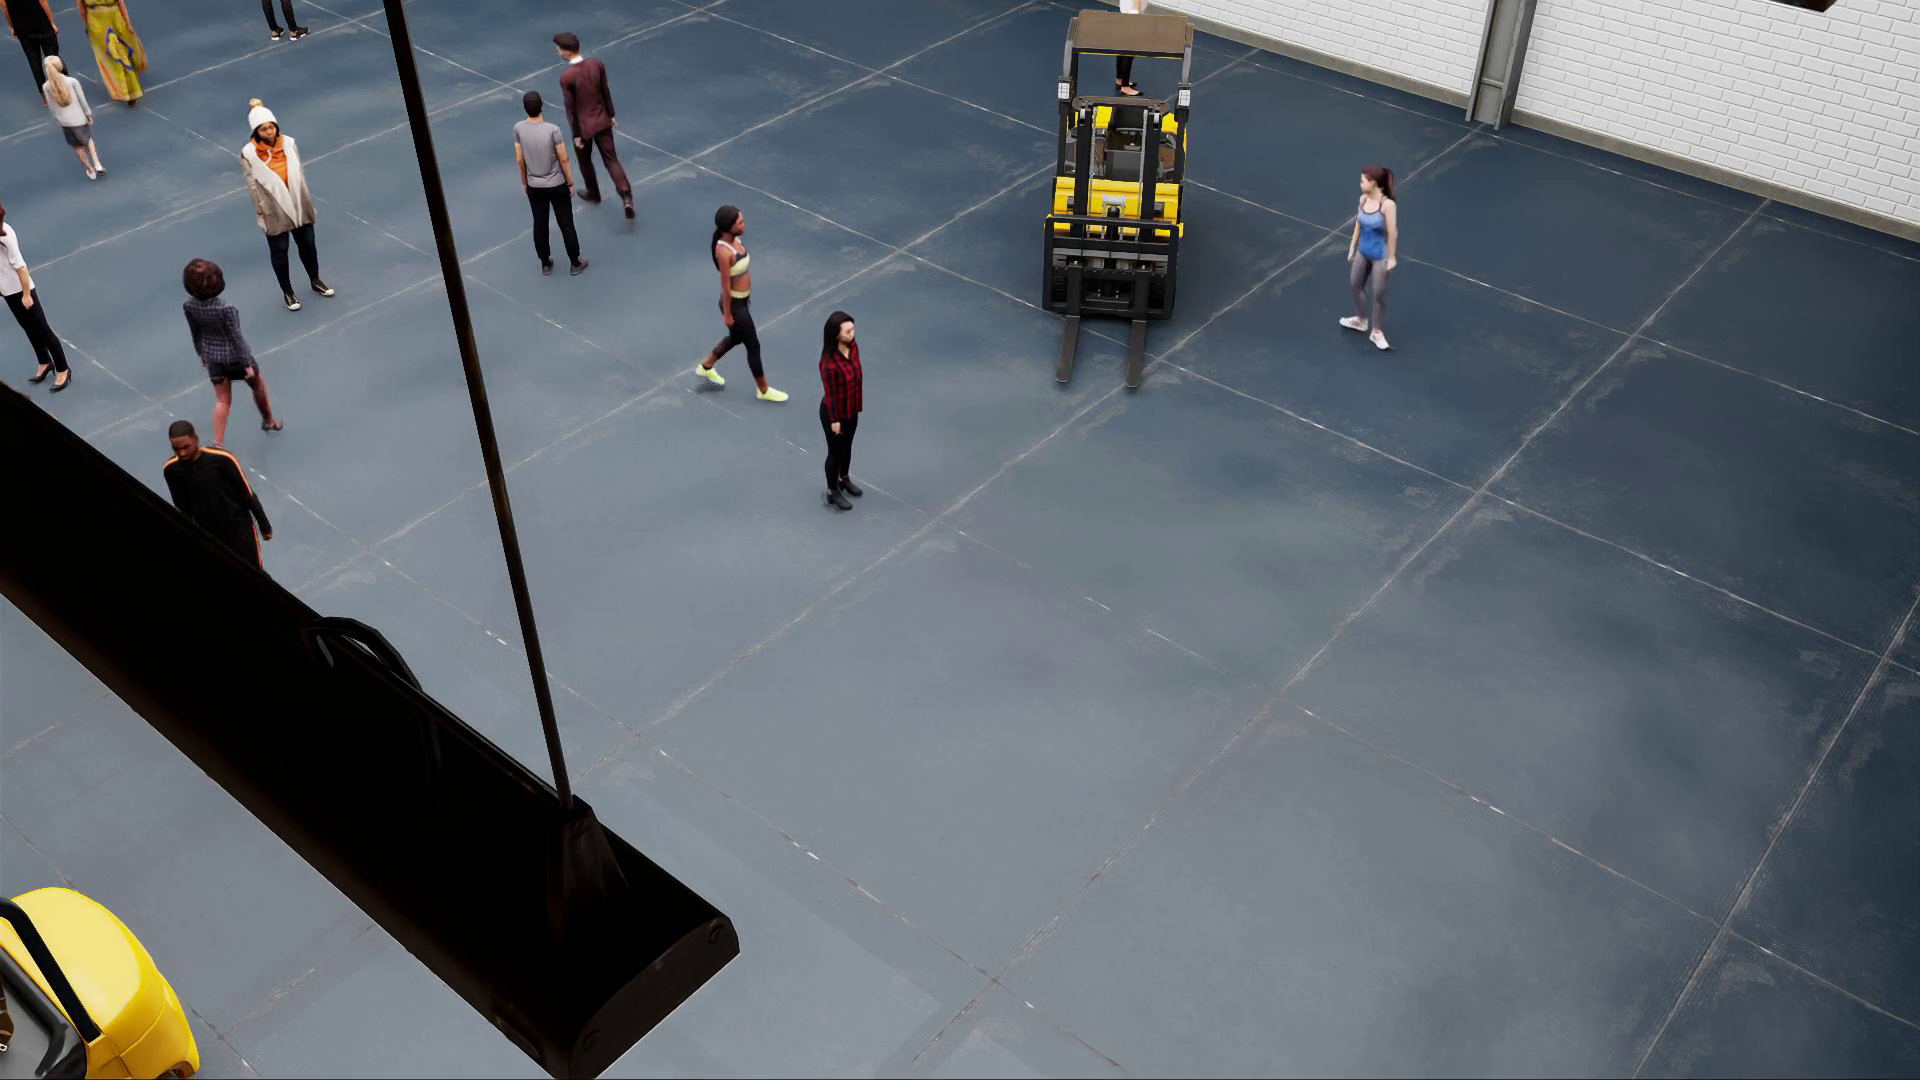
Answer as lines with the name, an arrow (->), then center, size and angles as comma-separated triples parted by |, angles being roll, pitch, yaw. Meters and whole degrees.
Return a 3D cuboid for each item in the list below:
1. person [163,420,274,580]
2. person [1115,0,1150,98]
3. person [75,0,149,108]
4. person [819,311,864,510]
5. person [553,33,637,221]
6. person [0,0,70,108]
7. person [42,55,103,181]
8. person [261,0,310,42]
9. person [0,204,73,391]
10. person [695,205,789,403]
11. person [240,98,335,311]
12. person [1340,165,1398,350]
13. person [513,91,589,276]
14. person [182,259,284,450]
person -> -4.912, -0.138, 11.185 | 0.796, 1.787, 0.849 | -7, 39, -9
person -> 1.875, -5.734, 18.244 | 0.715, 1.722, 0.630 | -7, 39, -9
person -> -9.298, -5.608, 18.159 | 0.969, 1.631, 1.315 | -23, 44, -26
person -> -0.906, -0.966, 12.330 | 0.573, 1.651, 0.617 | 19, 42, 22
person -> -3.481, -3.933, 15.896 | 0.824, 1.838, 1.219 | -25, 45, -28
person -> -10.047, -5.572, 18.013 | 0.728, 1.758, 0.766 | -8, 39, -9
person -> -8.915, -4.222, 16.719 | 0.579, 1.264, 0.627 | -20, 43, -23
person -> -8.111, -6.789, 19.461 | 0.704, 1.852, 0.812 | 4, 39, 5
person -> -7.676, -2.039, 13.560 | 0.491, 1.794, 0.696 | 22, 44, 25
person -> -1.883, -1.899, 13.438 | 1.113, 1.728, 0.937 | 4, 39, 5
person -> -5.971, -2.974, 14.655 | 0.679, 1.888, 0.695 | 32, 48, 33
person -> 3.589, -2.403, 14.182 | 0.586, 1.587, 0.825 | 31, 48, 33
person -> -3.751, -3.235, 15.089 | 0.671, 1.754, 0.762 | 2, 39, 2
person -> -5.670, -1.317, 12.759 | 1.076, 1.666, 1.006 | 7, 39, 8
